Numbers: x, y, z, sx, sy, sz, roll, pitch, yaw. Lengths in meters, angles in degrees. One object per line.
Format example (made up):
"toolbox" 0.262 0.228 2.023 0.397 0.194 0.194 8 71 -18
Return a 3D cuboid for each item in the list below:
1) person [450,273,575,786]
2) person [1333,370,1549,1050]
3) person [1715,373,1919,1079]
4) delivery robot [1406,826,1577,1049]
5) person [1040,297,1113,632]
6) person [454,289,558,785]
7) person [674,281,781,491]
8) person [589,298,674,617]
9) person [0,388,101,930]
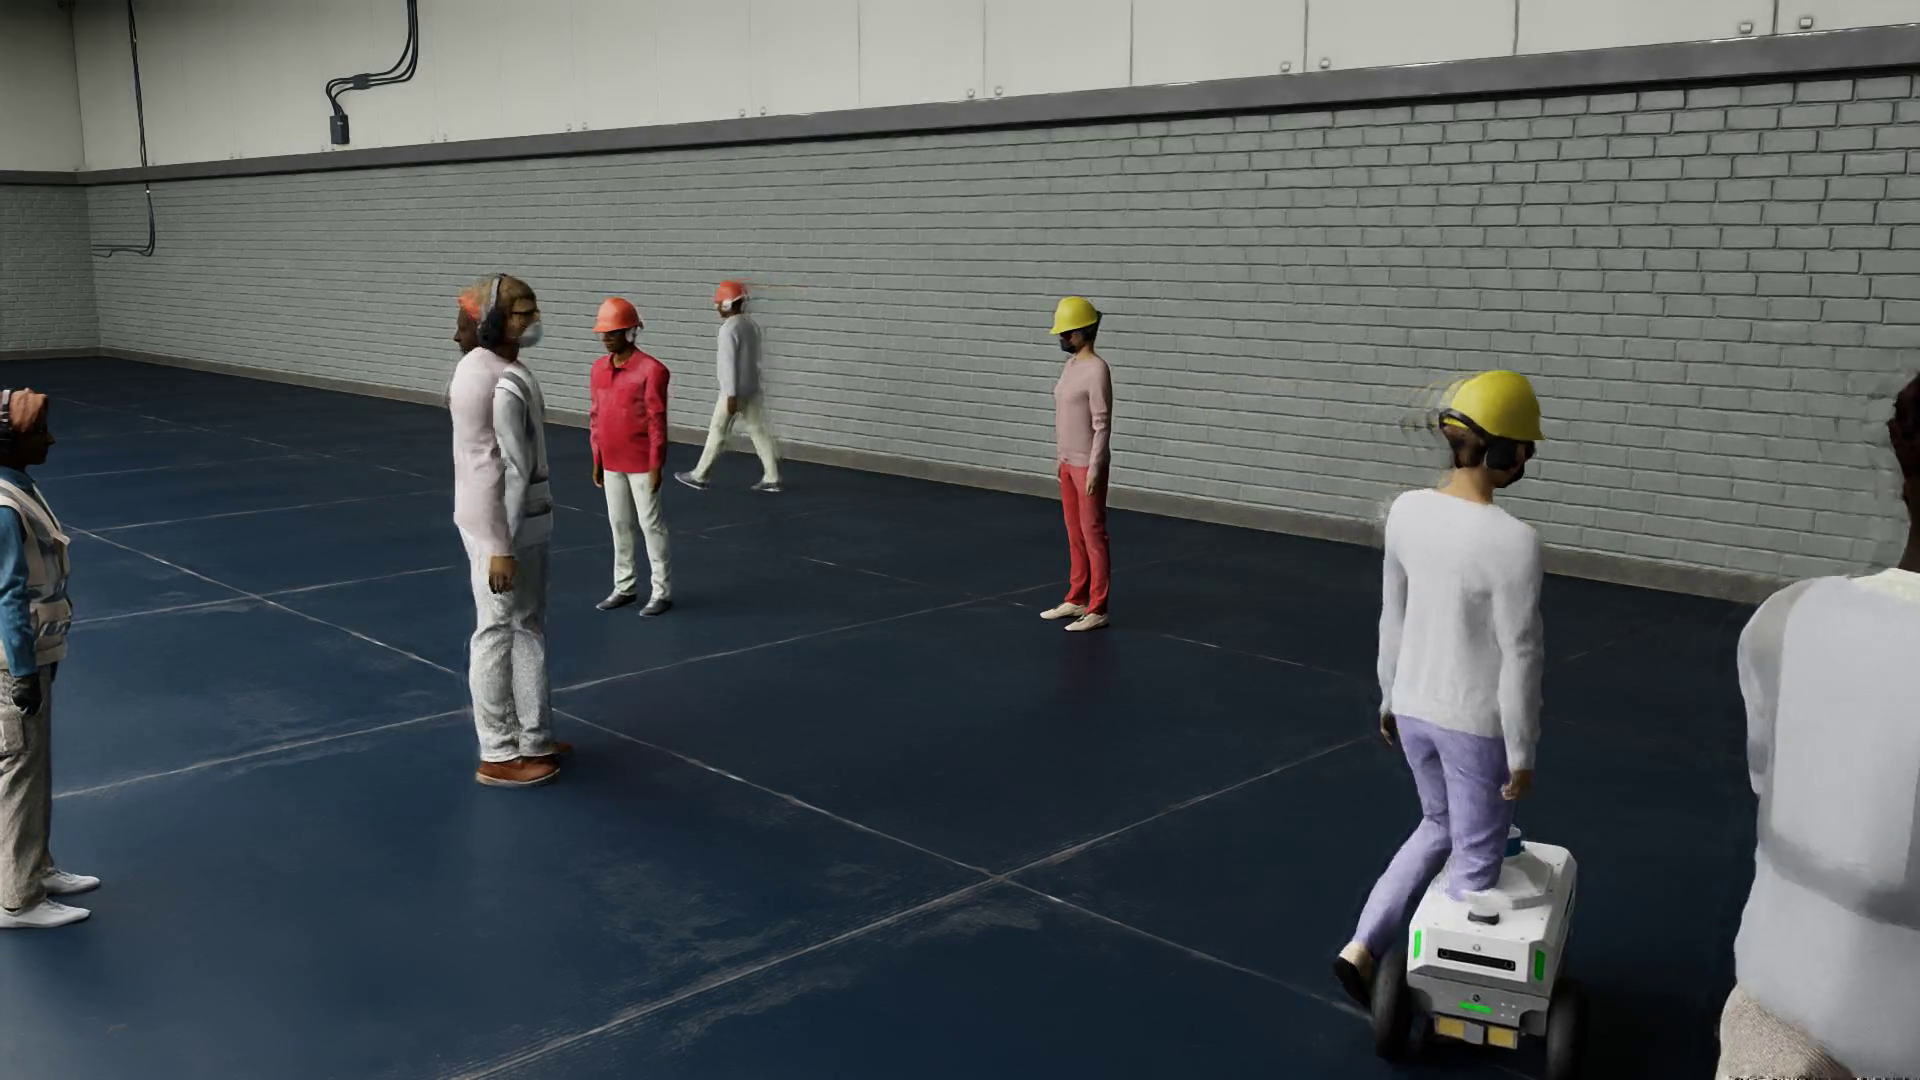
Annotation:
"person" -1.692 -0.034 6.328 0.439 1.935 0.677 0 10 -1
"person" 1.245 0.447 4.182 0.425 1.746 0.533 -5 12 -26
"person" 1.436 0.677 2.522 1.010 1.915 0.616 -4 11 -20
"delivery robot" 1.388 0.979 4.306 0.477 0.478 0.707 5 12 25
"person" 0.625 -0.397 8.783 0.324 1.760 0.523 -3 11 -18
"person" -1.721 -0.011 6.333 0.342 1.882 0.579 -2 11 -12
"person" -1.868 -1.239 13.510 0.899 1.700 0.596 3 11 18
"person" -1.831 -0.448 9.112 0.558 1.742 0.357 7 12 33
"person" -2.828 0.357 5.020 0.317 1.629 0.508 -5 12 -26
